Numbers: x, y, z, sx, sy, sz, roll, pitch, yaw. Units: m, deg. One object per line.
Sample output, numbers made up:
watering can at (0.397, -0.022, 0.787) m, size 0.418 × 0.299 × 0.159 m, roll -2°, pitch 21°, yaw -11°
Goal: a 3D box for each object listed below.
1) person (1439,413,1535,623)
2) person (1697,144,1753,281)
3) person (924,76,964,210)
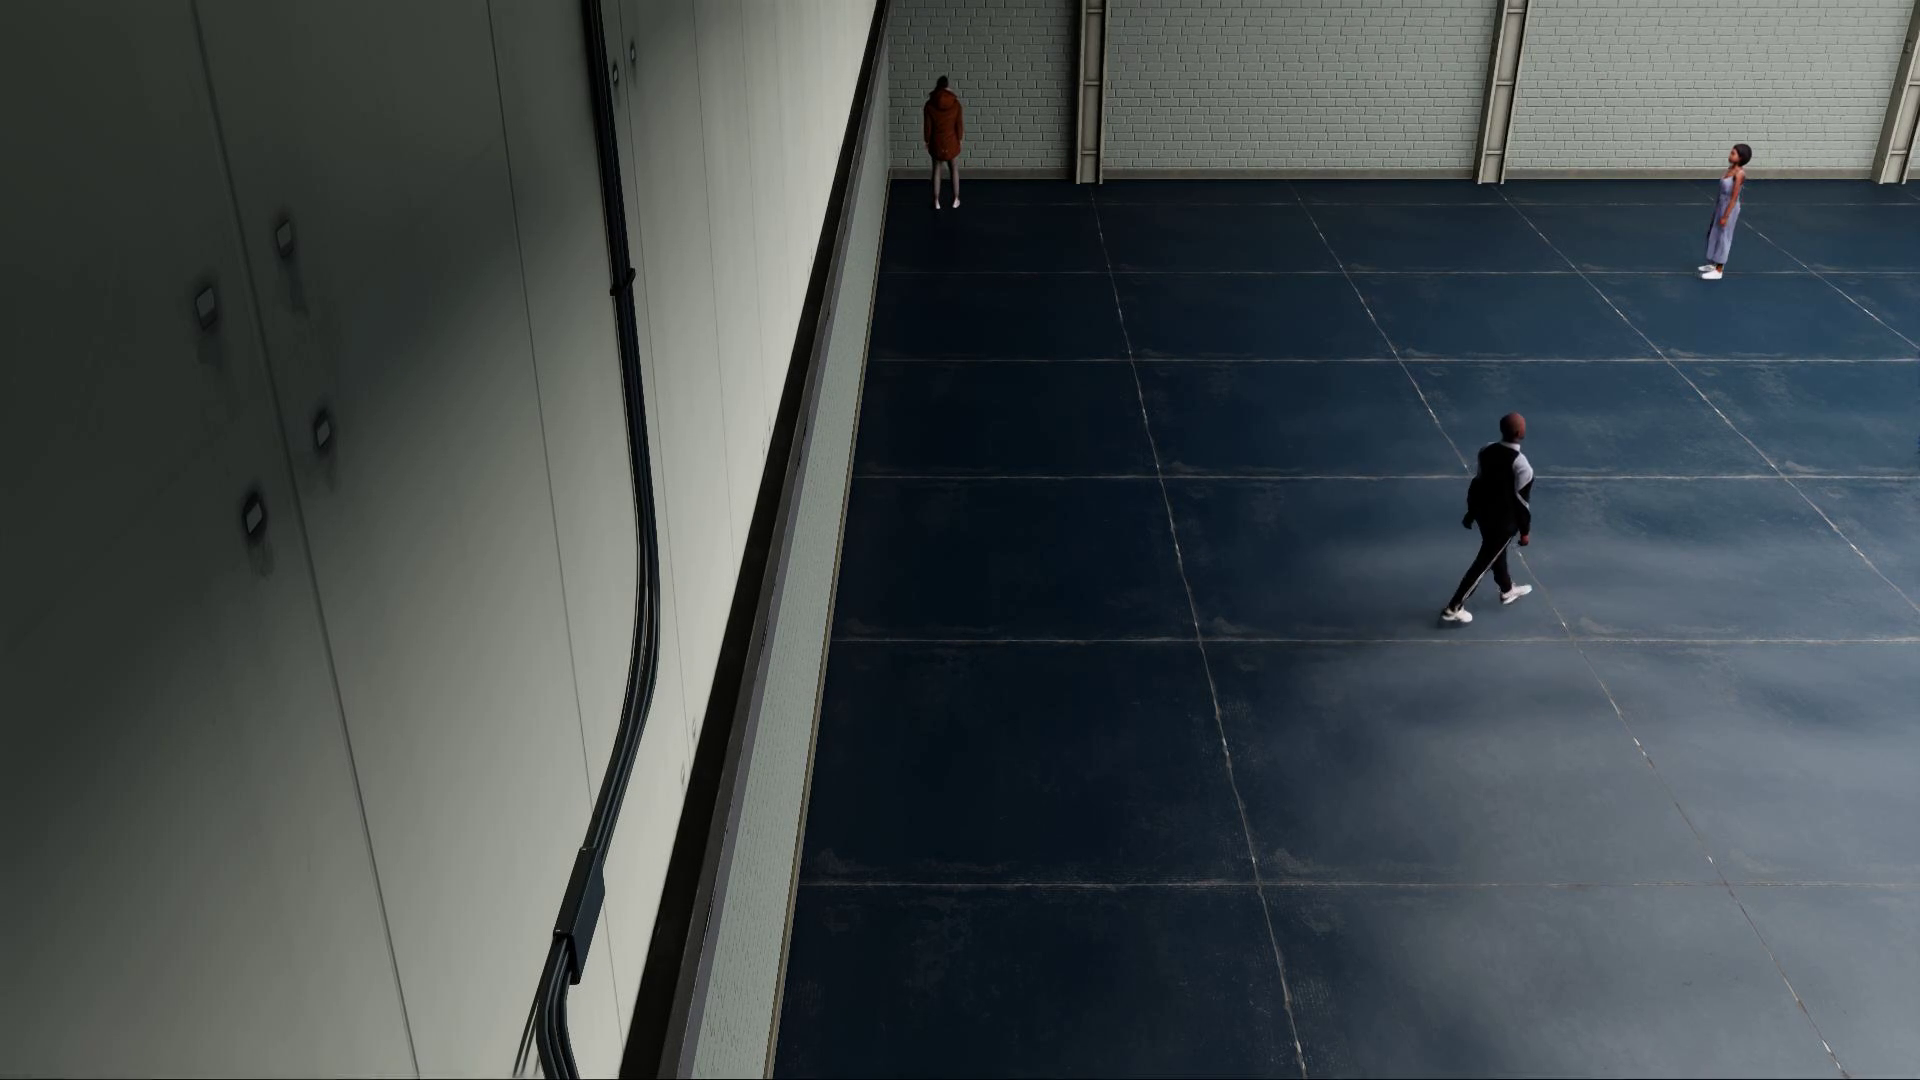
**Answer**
person at (4.187, -0.139, 13.202) m, size 1.281 × 1.790 × 0.991 m, roll -11°, pitch 30°, yaw -20°
person at (9.590, -4.103, 20.746) m, size 0.579 × 1.696 × 0.639 m, roll 5°, pitch 28°, yaw 9°
person at (-0.224, -5.580, 23.369) m, size 0.639 × 1.836 × 0.778 m, roll -2°, pitch 28°, yaw -4°
